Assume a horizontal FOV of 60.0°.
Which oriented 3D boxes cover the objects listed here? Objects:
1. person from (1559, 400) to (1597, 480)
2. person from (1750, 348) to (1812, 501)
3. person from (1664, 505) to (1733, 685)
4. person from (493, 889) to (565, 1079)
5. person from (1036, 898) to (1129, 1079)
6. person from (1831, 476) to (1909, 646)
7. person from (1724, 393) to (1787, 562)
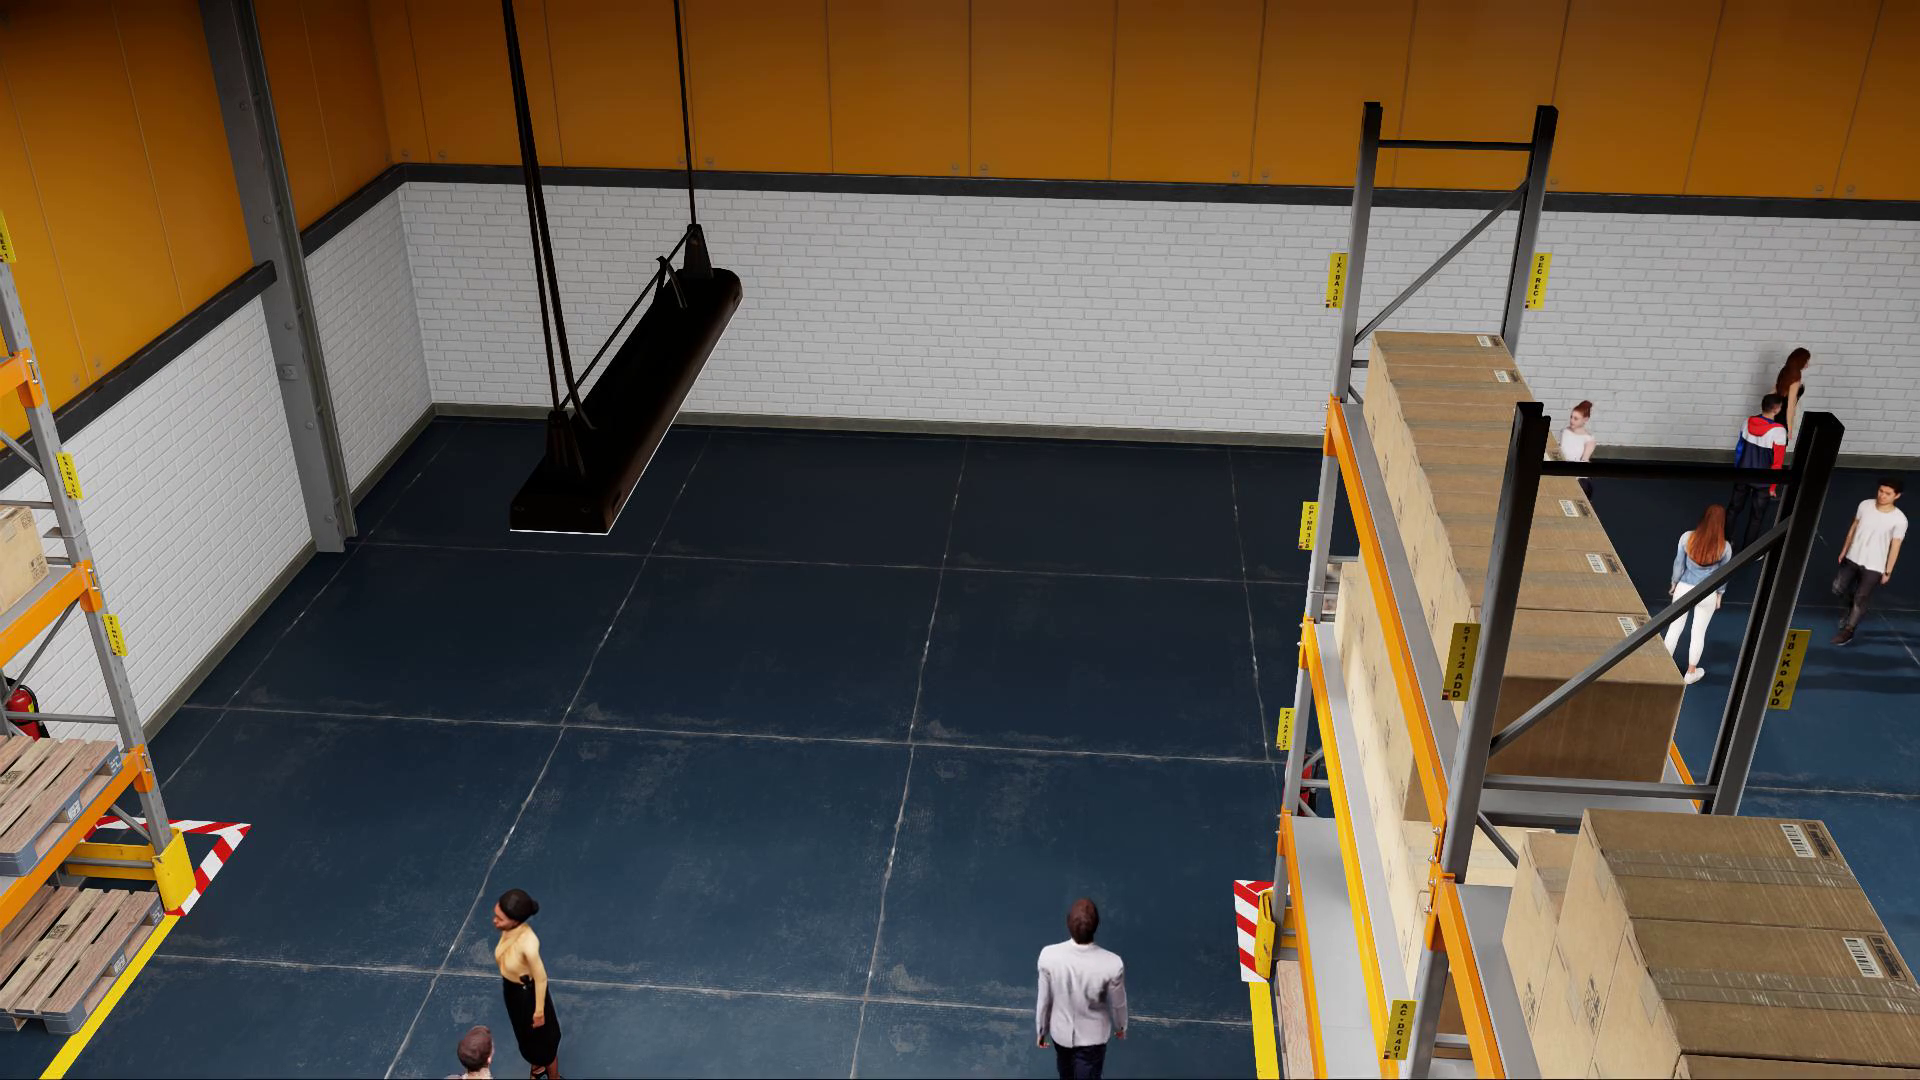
[{"bbox_3d":[6.035,-0.545,16.302,0.988,1.768,0.957,-20,34,-32],"label":"person"},{"bbox_3d":[8.680,-1.266,17.677,0.694,1.716,0.454,-4,29,-7],"label":"person"},{"bbox_3d":[6.423,0.467,14.515,0.689,1.703,0.686,18,34,30],"label":"person"},{"bbox_3d":[-2.664,2.824,10.244,0.725,1.653,0.668,-23,36,-35],"label":"person"},{"bbox_3d":[0.693,2.965,9.827,0.837,1.805,1.267,7,29,12],"label":"person"},{"bbox_3d":[8.269,0.157,15.073,0.863,1.712,0.790,-15,32,-25],"label":"person"},{"bbox_3d":[7.871,-0.634,16.476,0.781,1.756,0.690,-17,33,-28],"label":"person"}]
